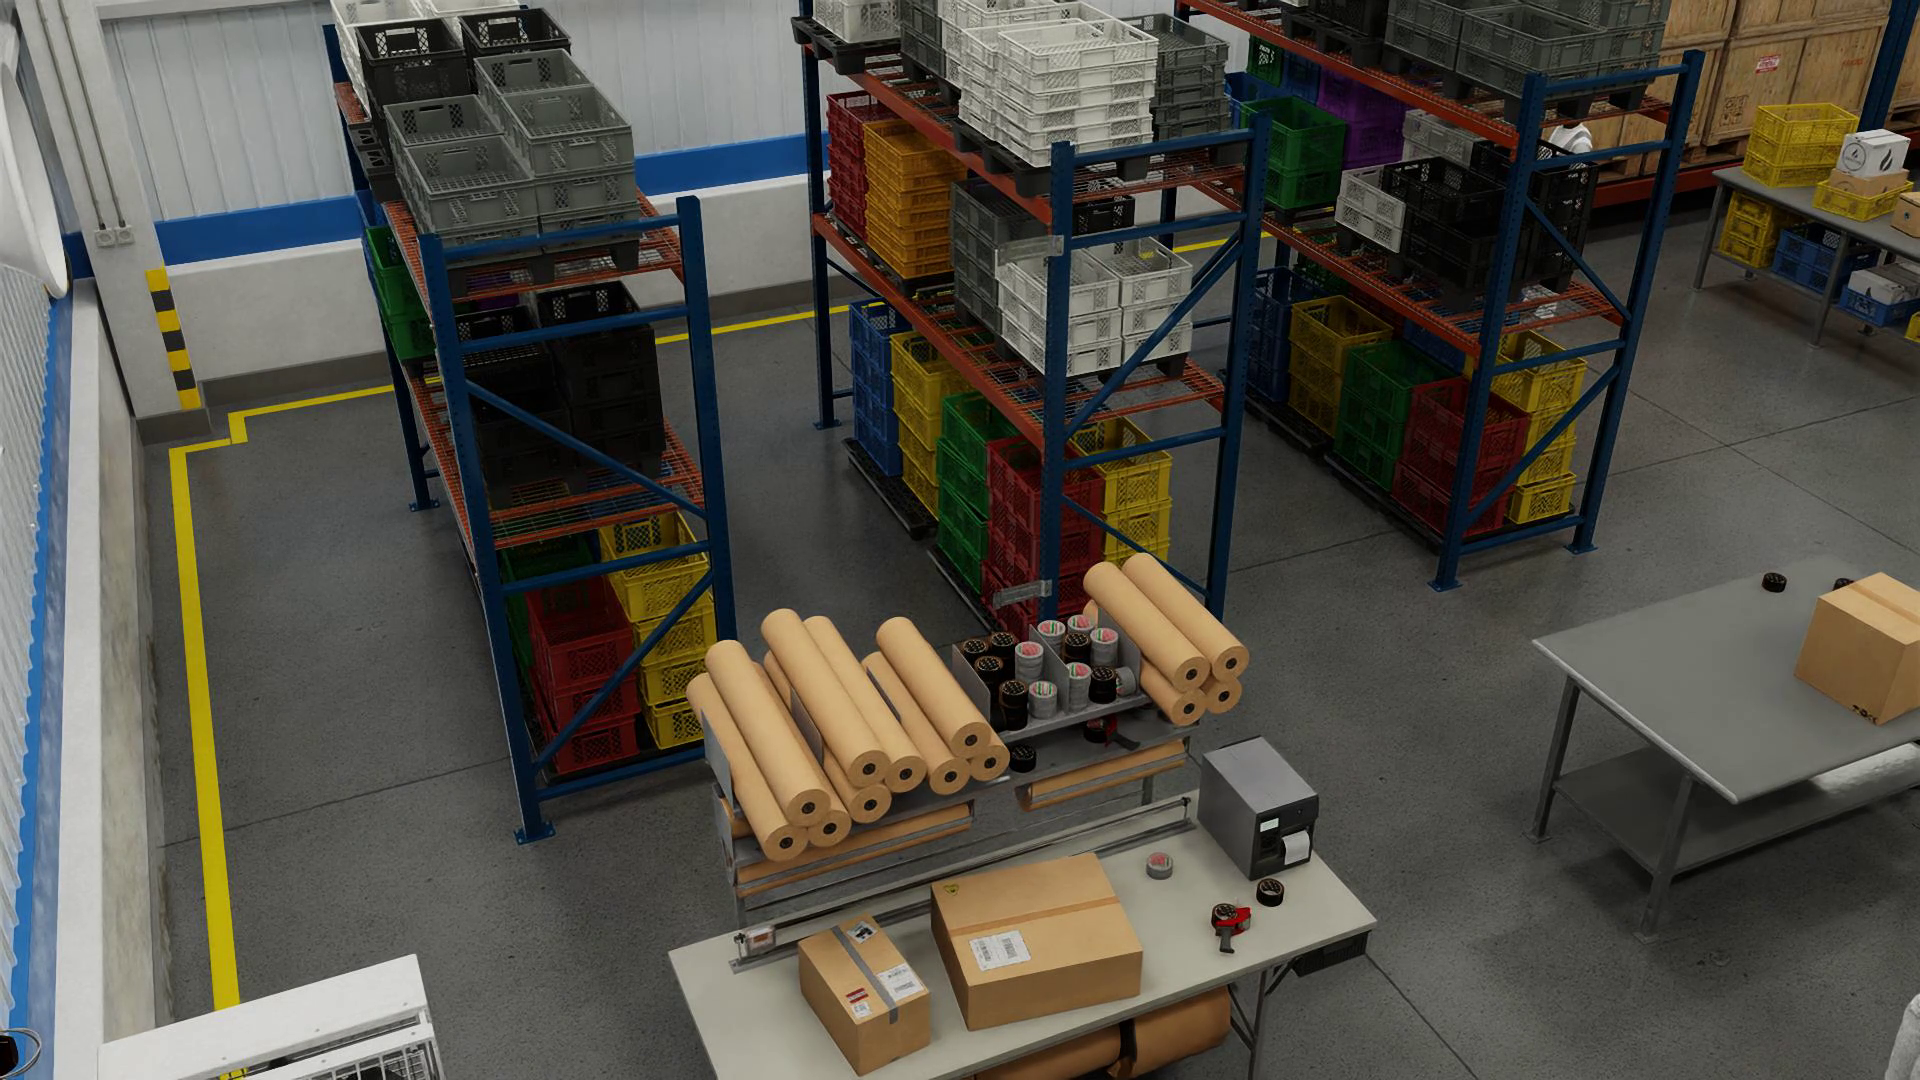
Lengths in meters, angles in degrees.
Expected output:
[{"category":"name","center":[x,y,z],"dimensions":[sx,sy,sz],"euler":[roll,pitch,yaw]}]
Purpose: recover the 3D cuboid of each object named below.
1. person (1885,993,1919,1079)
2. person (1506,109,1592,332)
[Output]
[{"category":"person","center":[3.703,1.533,5.969],"dimensions":[0.430,1.844,0.621],"euler":[12,33,18]},{"category":"person","center":[4.445,-2.489,12.461],"dimensions":[0.355,1.884,0.574],"euler":[0,32,0]}]
